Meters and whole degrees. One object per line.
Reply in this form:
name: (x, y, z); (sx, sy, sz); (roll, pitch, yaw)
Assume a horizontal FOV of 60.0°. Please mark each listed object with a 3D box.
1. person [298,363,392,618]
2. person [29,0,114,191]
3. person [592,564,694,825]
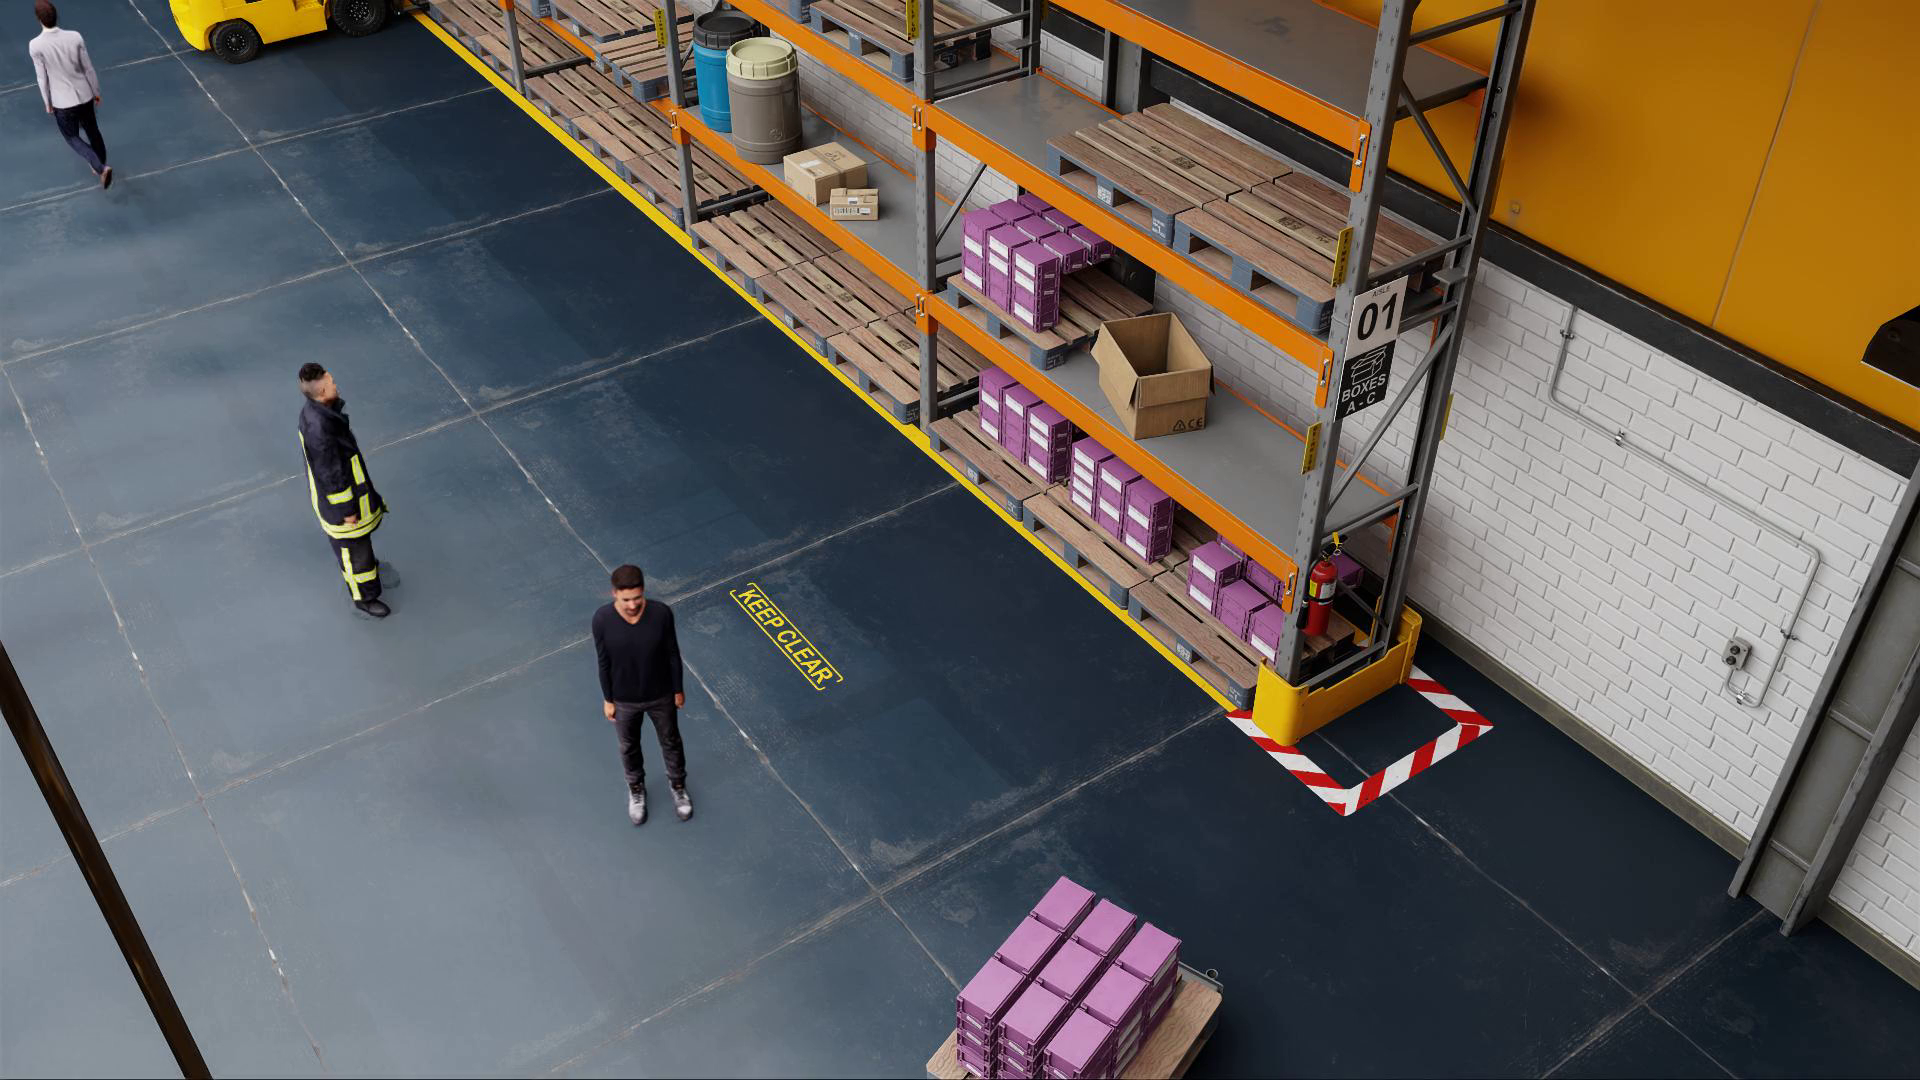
person: (-4.146, -0.324, 11.091); (0.962, 1.857, 0.784); (-2, 39, -3)
person: (-8.523, -4.243, 16.015); (1.054, 1.835, 0.823); (29, 47, 31)
person: (-1.834, 0.865, 9.594); (0.709, 1.867, 0.698); (-7, 39, -9)
